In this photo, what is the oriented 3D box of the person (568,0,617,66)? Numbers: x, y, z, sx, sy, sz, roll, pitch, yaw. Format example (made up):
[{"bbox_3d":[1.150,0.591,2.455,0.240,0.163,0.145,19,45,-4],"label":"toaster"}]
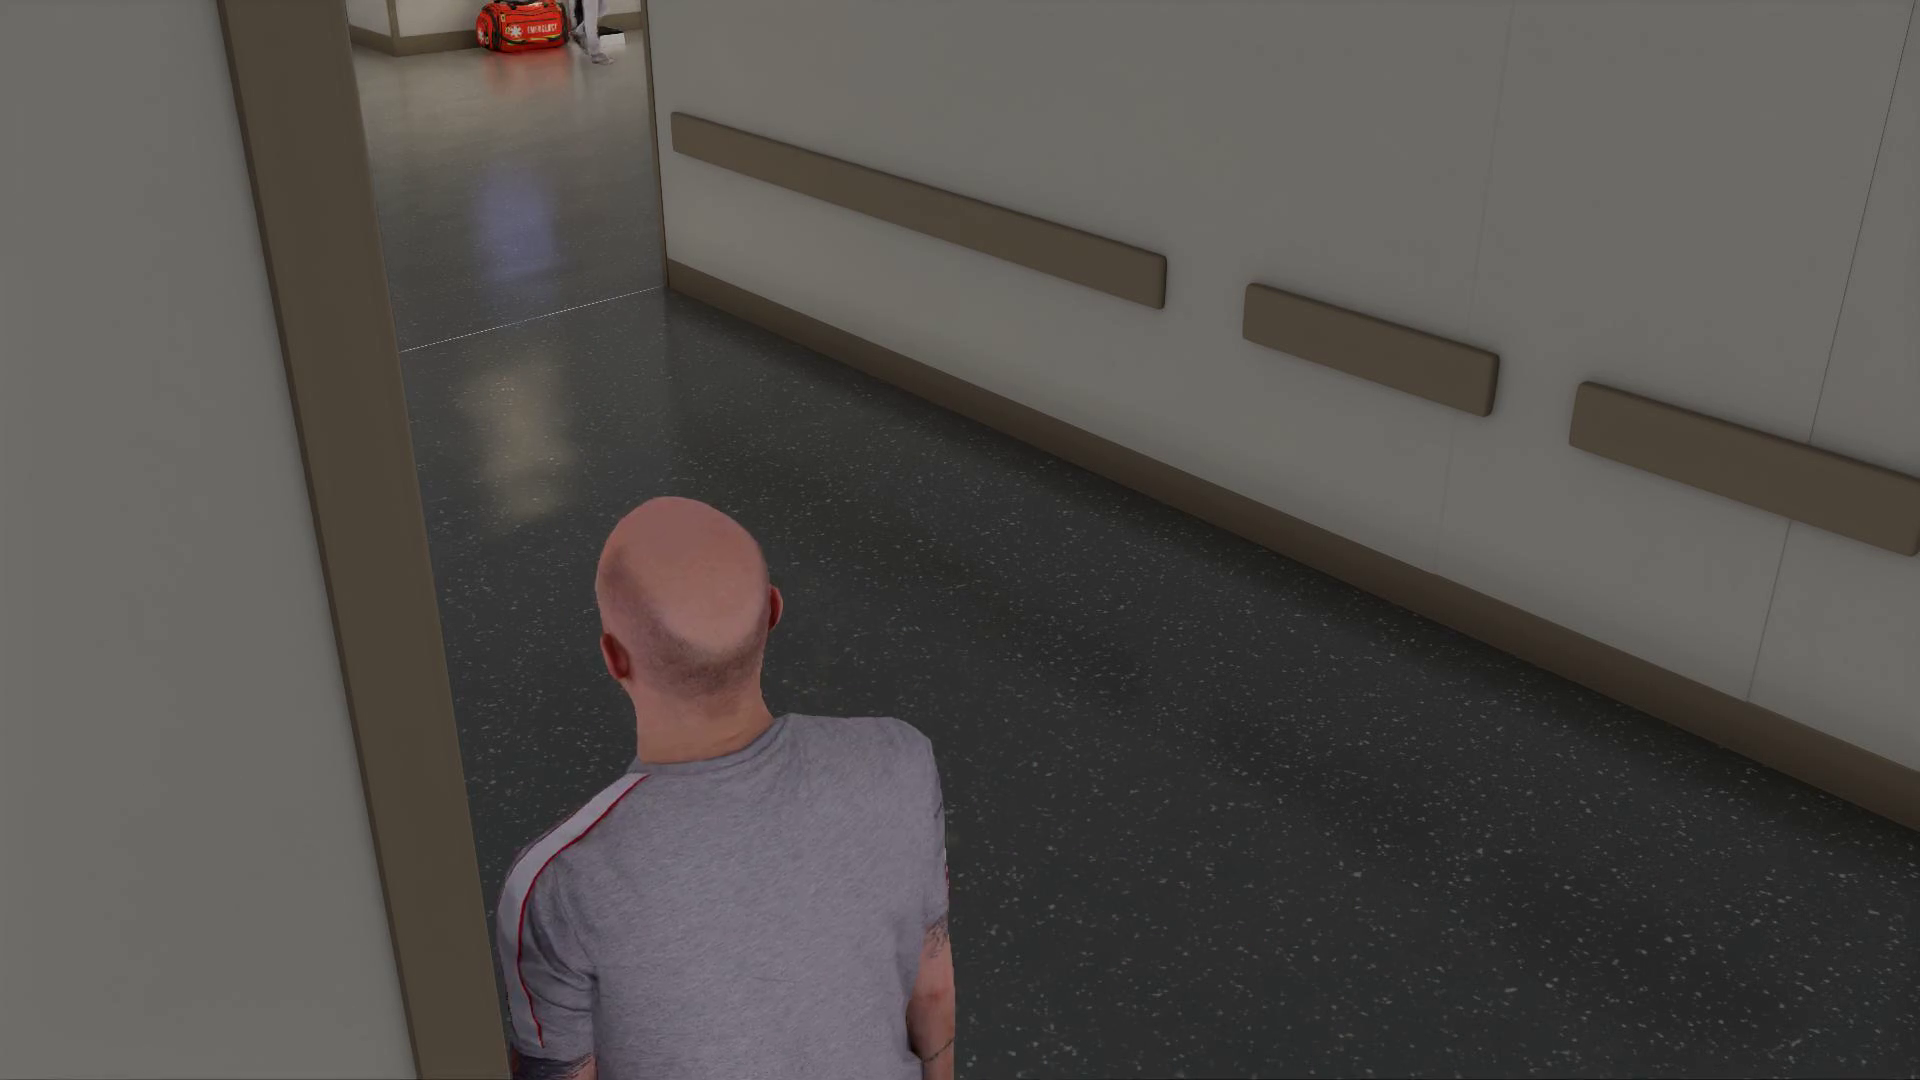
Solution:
[{"bbox_3d":[-3.139,-4.765,13.705,0.863,1.647,0.822,10,28,20],"label":"person"}]

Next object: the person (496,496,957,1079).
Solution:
[{"bbox_3d":[-0.187,0.824,1.918,0.659,1.819,0.778,-17,31,-32],"label":"person"}]
